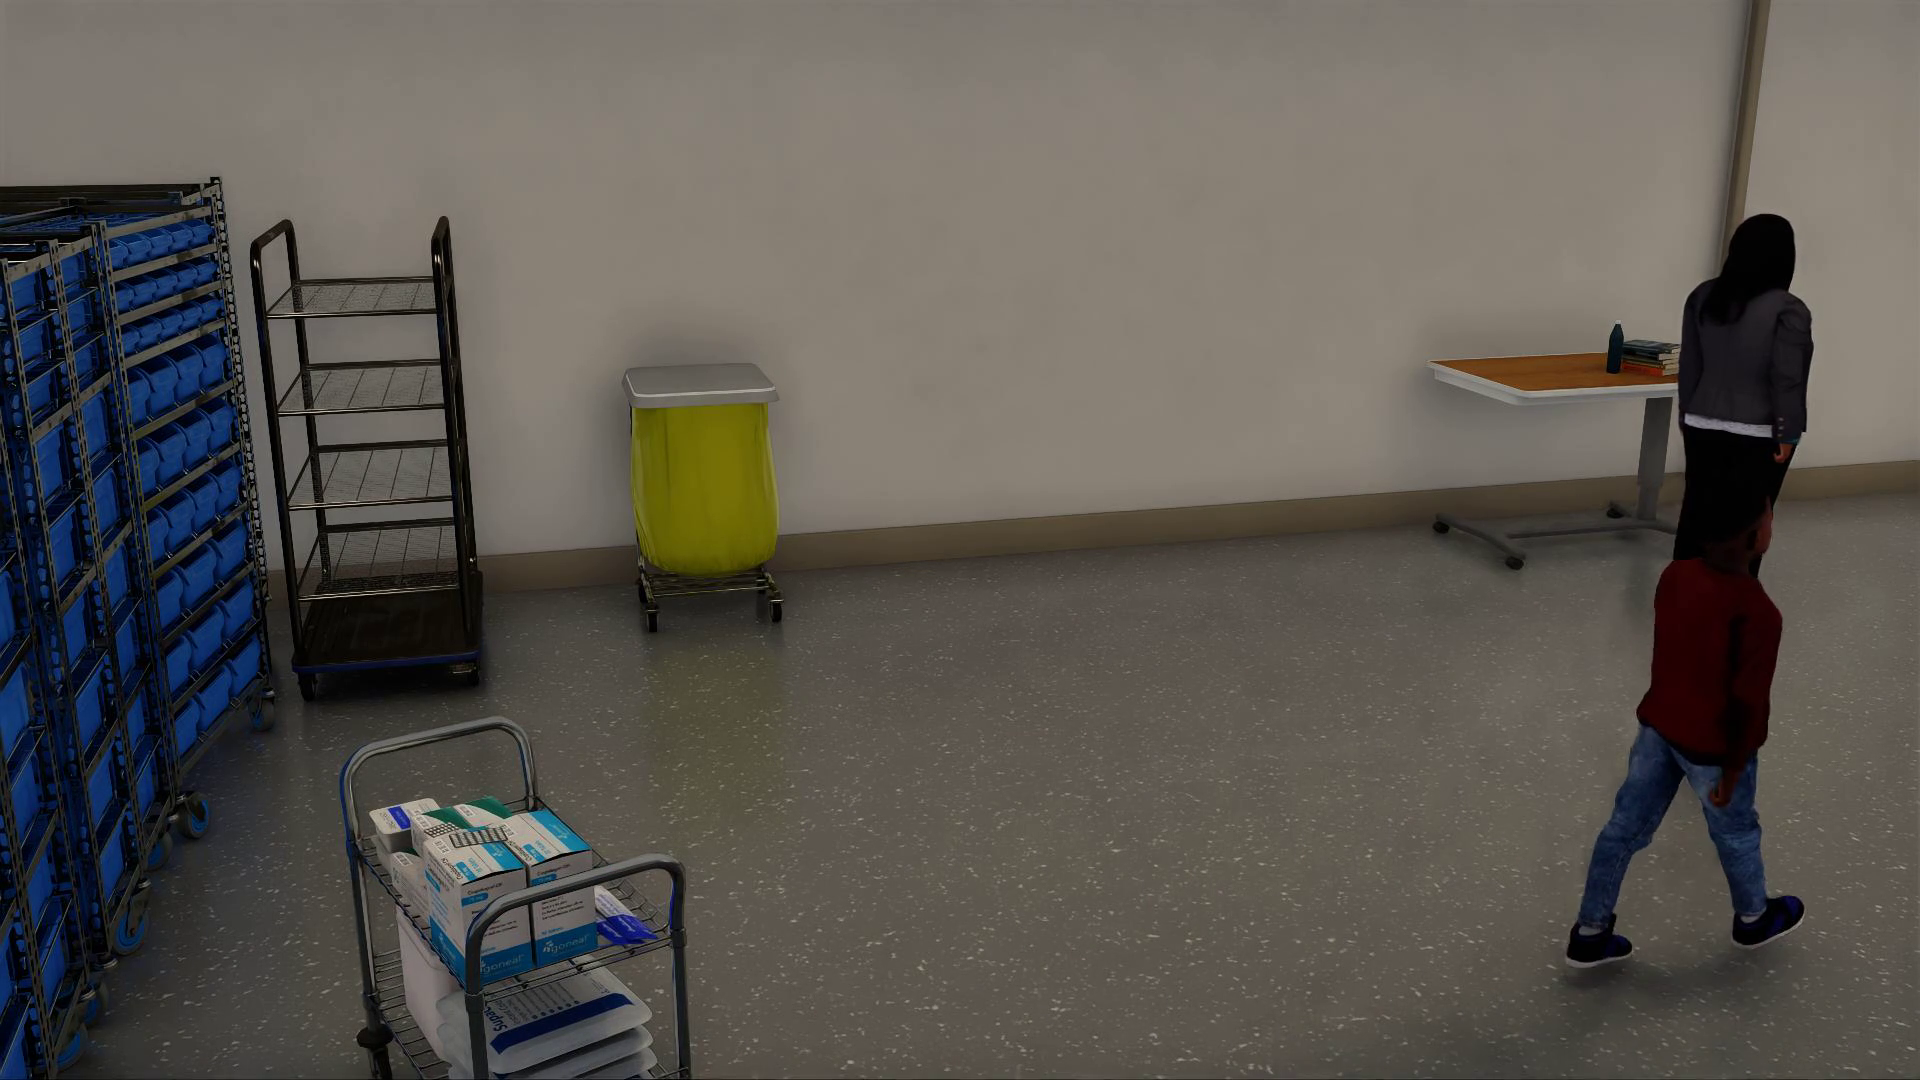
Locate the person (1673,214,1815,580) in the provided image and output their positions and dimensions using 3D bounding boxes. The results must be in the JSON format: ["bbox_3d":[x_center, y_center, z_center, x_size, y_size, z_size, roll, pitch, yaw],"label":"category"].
[{"bbox_3d":[2.998,-0.447,6.412,0.750,1.598,0.746,-10,18,-30],"label":"person"}]

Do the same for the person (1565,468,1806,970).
[{"bbox_3d":[1.662,0.467,3.870,0.919,1.219,0.623,-8,18,-26],"label":"person"}]
